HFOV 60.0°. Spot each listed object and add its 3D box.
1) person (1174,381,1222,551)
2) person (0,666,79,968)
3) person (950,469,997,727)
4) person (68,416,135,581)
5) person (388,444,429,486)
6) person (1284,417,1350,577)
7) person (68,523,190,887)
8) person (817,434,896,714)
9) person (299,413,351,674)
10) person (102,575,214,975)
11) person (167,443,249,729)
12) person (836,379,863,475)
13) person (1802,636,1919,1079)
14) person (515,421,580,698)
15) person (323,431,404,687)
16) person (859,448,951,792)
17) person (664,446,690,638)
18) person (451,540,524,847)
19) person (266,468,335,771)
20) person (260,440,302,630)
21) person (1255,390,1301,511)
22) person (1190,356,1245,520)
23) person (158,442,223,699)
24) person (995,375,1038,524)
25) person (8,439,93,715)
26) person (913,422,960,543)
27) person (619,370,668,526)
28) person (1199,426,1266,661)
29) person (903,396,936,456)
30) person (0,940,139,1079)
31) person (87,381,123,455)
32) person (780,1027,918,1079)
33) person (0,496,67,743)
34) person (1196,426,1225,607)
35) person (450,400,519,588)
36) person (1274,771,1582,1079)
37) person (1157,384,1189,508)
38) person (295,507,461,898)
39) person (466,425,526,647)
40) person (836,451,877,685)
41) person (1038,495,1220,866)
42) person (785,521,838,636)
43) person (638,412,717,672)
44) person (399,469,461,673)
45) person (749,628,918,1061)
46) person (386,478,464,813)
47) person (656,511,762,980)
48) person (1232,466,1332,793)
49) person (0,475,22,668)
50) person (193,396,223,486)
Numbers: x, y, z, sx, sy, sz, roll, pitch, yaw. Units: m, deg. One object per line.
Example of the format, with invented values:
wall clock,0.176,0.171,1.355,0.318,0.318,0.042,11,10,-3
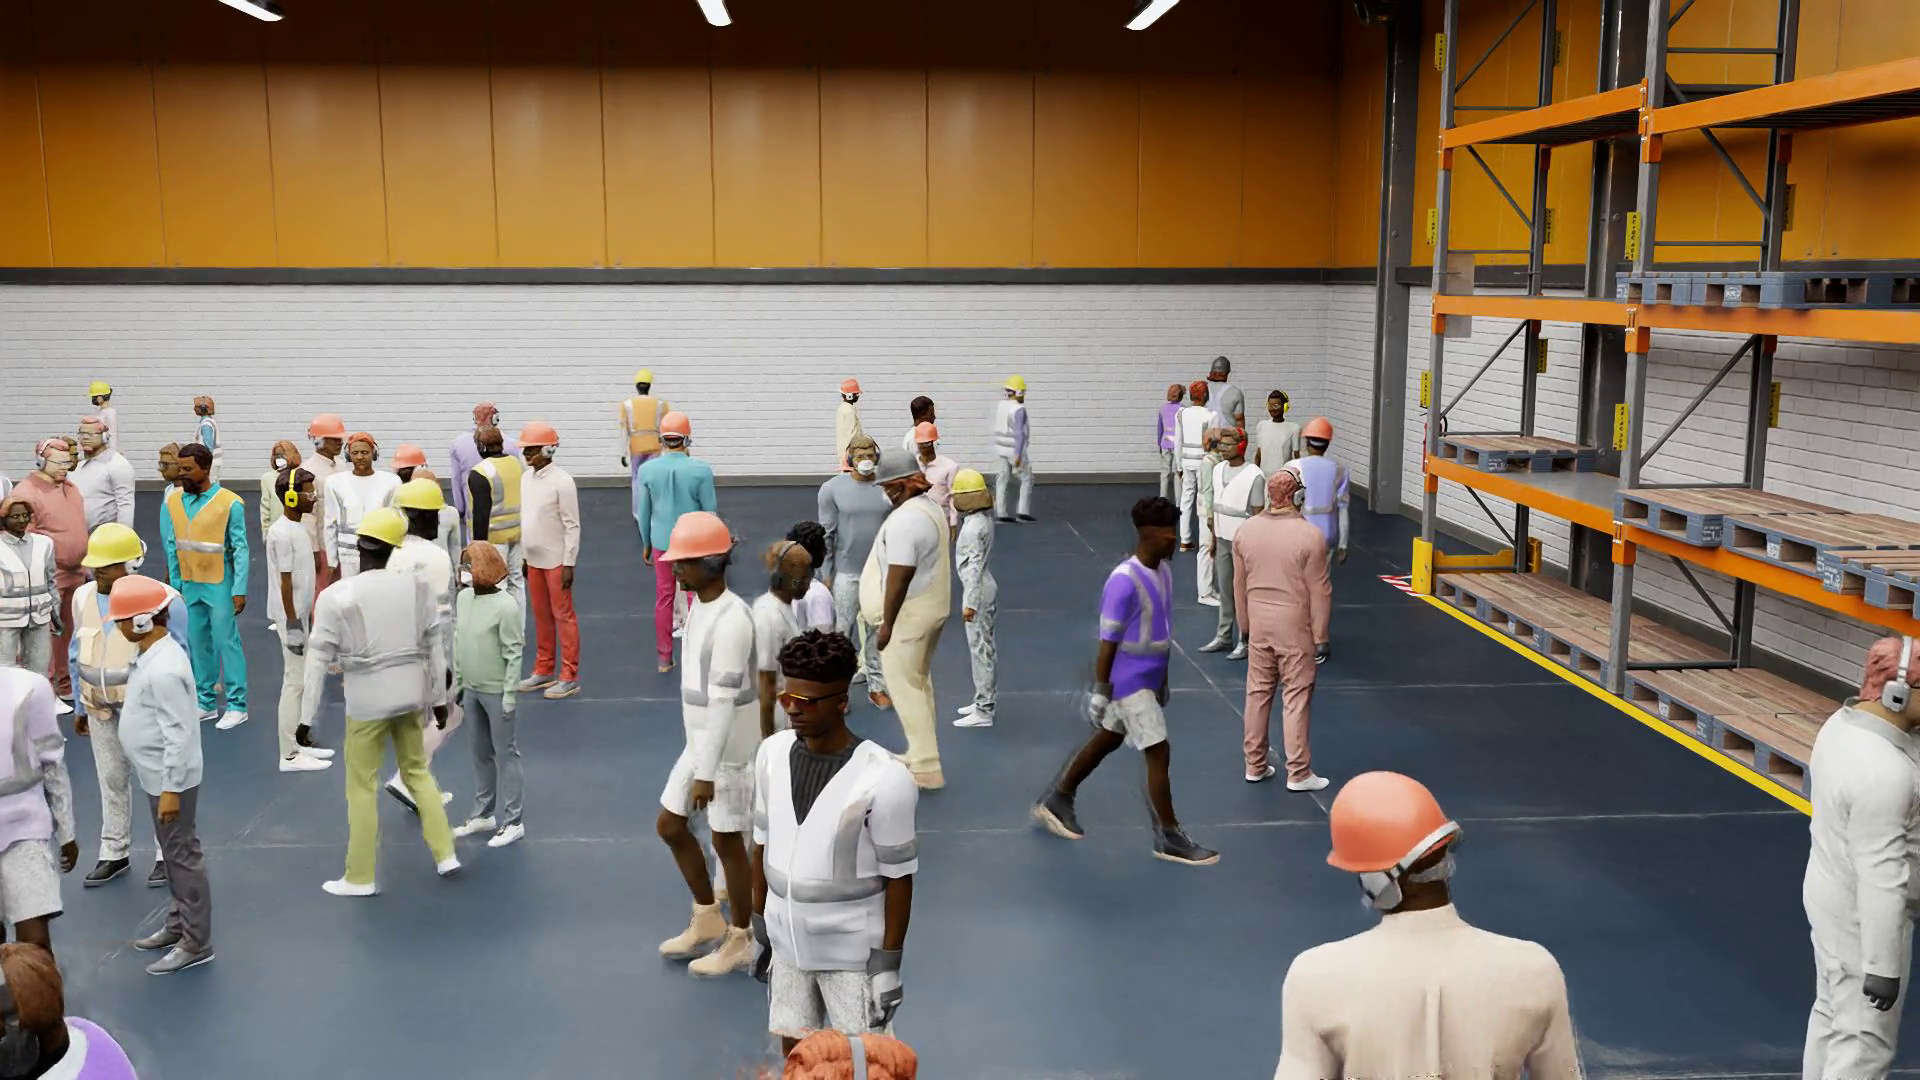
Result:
person,2.605,-0.793,18.129,0.574,1.885,0.356,7,12,39
person,-3.530,1.121,6.018,0.559,1.908,0.712,-4,10,-25
person,0.086,0.388,11.180,0.321,1.736,0.487,1,9,9
person,-6.871,-0.031,13.262,0.643,1.913,0.411,4,10,23
person,-4.154,0.144,12.659,0.337,1.750,0.560,-8,12,-41
person,2.825,-0.012,13.197,0.569,1.905,0.728,-1,9,-4
person,-4.115,0.814,8.225,0.586,1.825,0.404,0,9,3
person,-0.674,0.230,11.530,0.627,1.941,0.371,-3,10,-20
person,-4.804,0.023,12.699,0.402,1.989,0.618,1,9,7
person,-3.492,1.008,7.251,0.347,1.743,0.564,-5,11,-31
person,-5.030,0.303,11.140,0.600,1.917,0.377,3,9,17
person,-1.347,-1.099,20.459,0.325,1.752,0.559,-3,9,-17
person,2.942,1.236,5.366,0.400,1.896,0.655,3,9,17
person,-2.969,0.136,11.944,0.612,1.994,0.394,8,12,42
person,-4.376,0.141,12.268,0.574,1.883,0.355,-3,10,-19
person,-0.291,0.445,9.863,0.623,2.000,0.827,3,9,16
person,-2.359,-0.005,13.930,0.307,1.645,0.514,-3,10,-19
person,-2.522,0.808,8.858,0.497,1.633,0.285,7,11,36
person,-4.052,0.488,10.182,0.328,1.861,0.504,-2,9,-11
person,-5.709,-0.039,14.182,0.502,1.633,0.280,0,9,1
person,3.199,-0.586,16.882,0.512,1.870,0.329,6,11,33
person,3.200,-1.250,20.507,0.682,2.000,0.537,4,10,25
person,-5.534,0.220,11.898,0.507,1.843,0.343,7,11,35
person,0.695,-1.088,20.194,0.617,1.808,0.597,-6,11,-32
person,-6.269,0.244,11.575,0.404,1.901,0.636,1,9,6
person,-0.289,-0.167,14.606,0.572,1.750,0.330,2,9,14
person,-3.823,-1.116,20.161,0.604,1.879,0.969,-2,9,-14
person,2.190,0.021,13.129,0.395,1.847,0.564,-5,10,-29
person,-0.389,-0.372,15.383,0.392,1.918,0.587,0,9,-2
person,-1.701,1.613,3.254,0.792,1.812,0.630,-3,9,-17
person,-10.263,-1.028,20.006,0.339,1.761,0.524,-8,12,-40
person,-0.212,1.677,2.667,0.414,1.867,0.606,-1,9,-5
person,-5.970,0.530,10.578,0.312,1.642,0.512,5,11,31
person,2.323,-0.222,15.295,0.307,1.644,0.512,3,9,16
person,-4.235,-0.308,15.004,0.652,1.908,0.402,1,9,6
person,1.052,1.485,3.587,0.776,1.966,0.523,1,9,4
person,2.754,-1.180,21.323,0.523,1.638,0.310,9,13,44
person,-2.812,0.807,8.065,0.504,1.901,0.733,8,12,41
person,-3.719,-0.002,13.317,0.430,1.838,0.624,3,10,19
person,-0.750,0.192,12.346,0.327,1.752,0.561,-1,9,-4
person,0.852,0.699,8.697,1.031,1.918,0.613,4,10,26
person,-0.835,0.736,9.114,0.318,1.697,0.535,-6,11,-34
person,-2.135,0.021,12.660,0.610,1.997,0.373,1,9,5
person,-3.837,0.301,12.041,0.279,1.632,0.507,8,12,40
person,-0.414,1.235,5.138,0.607,1.966,0.367,6,11,32
person,-3.026,0.609,9.270,0.585,1.909,0.478,5,10,28
person,-1.103,0.890,7.101,0.508,2.028,0.632,-5,10,-27
person,1.917,0.521,9.792,0.639,1.913,0.406,9,13,44
person,-7.068,0.183,12.005,0.353,1.883,0.573,2,9,13
person,-8.695,-0.850,19.254,0.307,1.641,0.511,-4,10,-24
